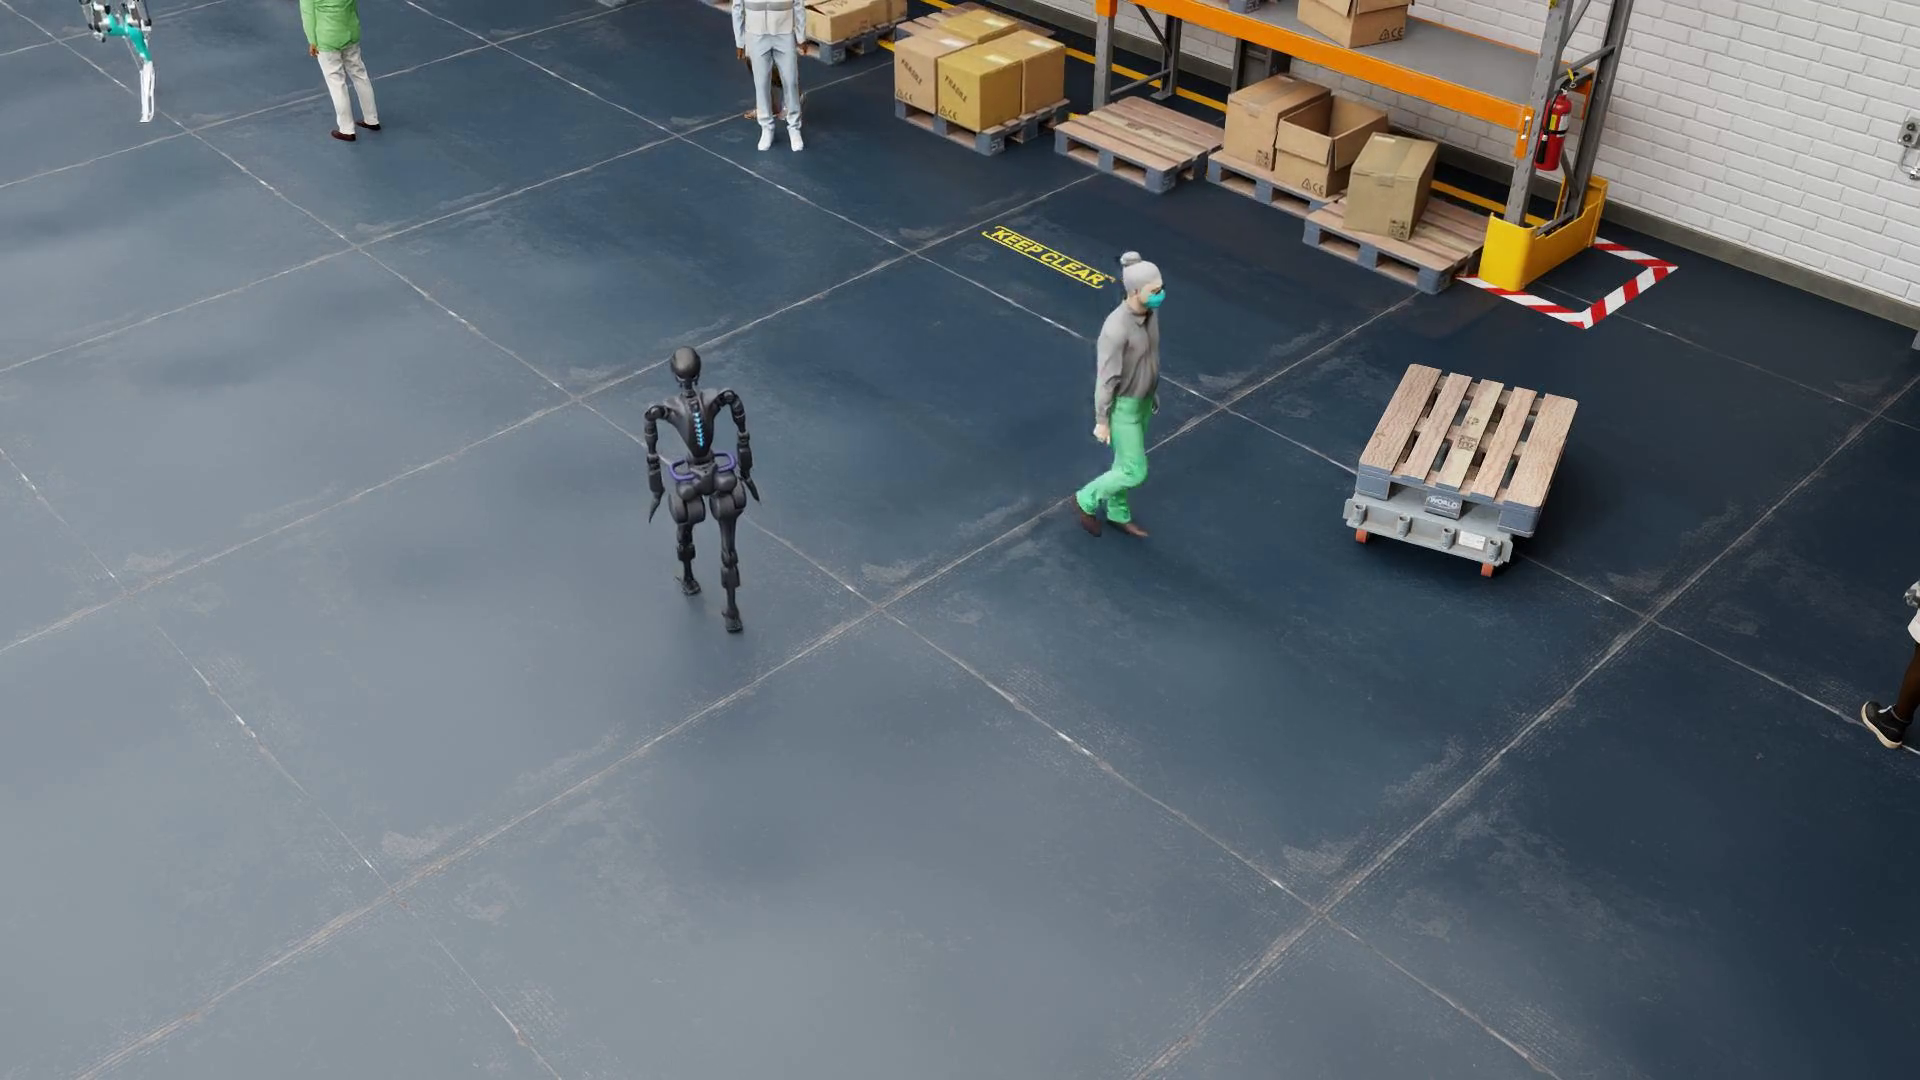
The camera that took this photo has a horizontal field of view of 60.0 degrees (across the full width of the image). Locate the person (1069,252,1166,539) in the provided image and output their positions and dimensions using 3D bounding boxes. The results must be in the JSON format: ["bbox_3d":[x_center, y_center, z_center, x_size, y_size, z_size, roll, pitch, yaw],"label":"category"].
[{"bbox_3d":[0.946,-0.769,9.256,0.425,1.830,0.516,18,41,23],"label":"person"}]

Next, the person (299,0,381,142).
[{"bbox_3d":[-5.218,-4.228,13.886,0.389,1.778,0.535,18,41,22],"label":"person"}]

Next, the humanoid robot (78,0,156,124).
[{"bbox_3d":[-7.240,-4.609,14.437,0.533,1.767,0.978,-6,38,-8],"label":"humanoid robot"}]

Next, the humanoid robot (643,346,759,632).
[{"bbox_3d":[-1.375,-0.317,8.797,0.603,1.634,0.646,-12,39,-16],"label":"humanoid robot"}]

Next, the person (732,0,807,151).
[{"bbox_3d":[-1.558,-4.147,13.669,0.601,1.906,0.414,-2,37,-3],"label":"person"}]

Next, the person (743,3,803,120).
[{"bbox_3d":[-1.703,-4.449,14.136,0.510,1.823,0.518,-13,39,-16],"label":"person"}]

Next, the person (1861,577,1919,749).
[{"bbox_3d":[4.823,0.201,7.861,0.606,1.966,0.367,2,37,3],"label":"person"}]
